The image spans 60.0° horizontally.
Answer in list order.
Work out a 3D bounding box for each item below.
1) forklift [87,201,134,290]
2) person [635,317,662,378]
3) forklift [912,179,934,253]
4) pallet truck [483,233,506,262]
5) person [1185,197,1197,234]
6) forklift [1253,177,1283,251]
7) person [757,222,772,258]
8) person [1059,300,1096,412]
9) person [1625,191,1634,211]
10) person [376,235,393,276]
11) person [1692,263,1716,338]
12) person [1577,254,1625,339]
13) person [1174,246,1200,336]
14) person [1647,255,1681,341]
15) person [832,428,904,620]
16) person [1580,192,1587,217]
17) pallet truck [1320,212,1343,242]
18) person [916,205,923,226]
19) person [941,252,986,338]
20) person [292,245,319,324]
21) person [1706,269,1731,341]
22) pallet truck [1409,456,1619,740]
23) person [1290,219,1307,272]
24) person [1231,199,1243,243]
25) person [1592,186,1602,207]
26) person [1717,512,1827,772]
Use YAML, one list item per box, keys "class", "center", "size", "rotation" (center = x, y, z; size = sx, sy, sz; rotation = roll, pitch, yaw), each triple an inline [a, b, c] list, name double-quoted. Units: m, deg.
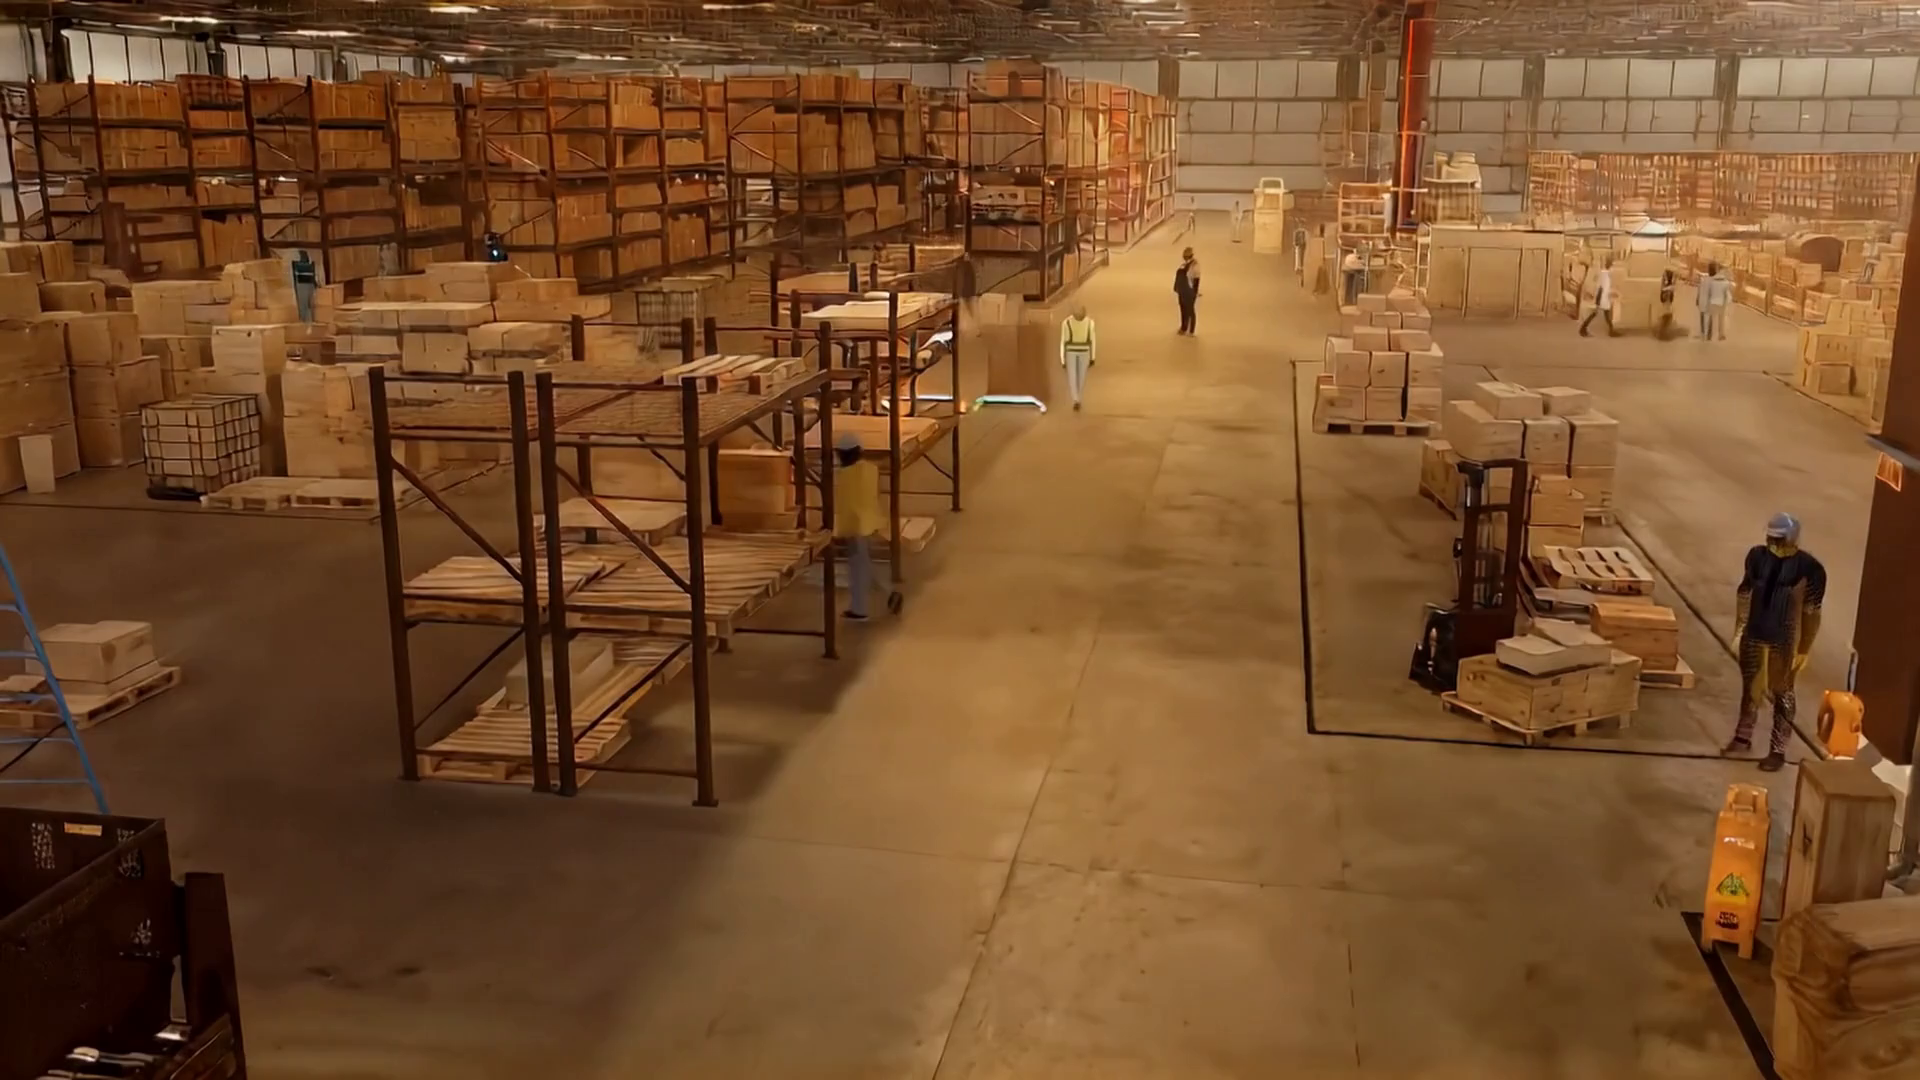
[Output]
- class: "forklift"
  center: [-21.761, -7.316, 42.907]
  size: [1.129, 2.768, 1.873]
  rotation: [11, 18, 37]
- class: "person"
  center: [-5.116, -2.882, 27.491]
  size: [0.527, 1.628, 0.418]
  rotation: [6, 15, 23]
- class: "forklift"
  center: [-1.962, -12.039, 62.081]
  size: [1.873, 2.768, 1.129]
  rotation: [2, 14, 9]
- class: "pallet truck"
  center: [-11.832, -7.026, 43.548]
  size: [1.885, 1.965, 0.823]
  rotation: [8, 16, 28]
- class: "person"
  center: [10.512, -14.762, 75.657]
  size: [0.540, 1.664, 0.837]
  rotation: [-5, 15, -19]
- class: "forklift"
  center: [12.083, -12.747, 64.956]
  size: [1.129, 2.768, 1.873]
  rotation: [3, 14, 10]
- class: "person"
  center: [-7.196, -11.251, 61.316]
  size: [0.539, 1.695, 0.318]
  rotation: [-5, 15, -20]
- class: "person"
  center: [1.993, -3.062, 27.791]
  size: [0.595, 1.834, 0.958]
  rotation: [-3, 14, -12]
- class: "person"
  center: [32.437, -16.059, 80.562]
  size: [0.404, 1.832, 0.599]
  rotation: [-7, 15, -26]
- class: "person"
  center: [-15.695, -7.405, 45.407]
  size: [0.430, 1.845, 0.619]
  rotation: [-7, 16, -28]
- class: "person"
  center: [16.900, -5.409, 37.601]
  size: [0.319, 1.695, 0.538]
  rotation: [-7, 16, -27]
- class: "person"
  center: [14.508, -5.496, 37.522]
  size: [1.033, 1.908, 0.616]
  rotation: [3, 14, 12]
- class: "person"
  center: [5.175, -5.702, 38.083]
  size: [0.536, 2.000, 0.683]
  rotation: [-5, 15, -18]
- class: "person"
  center: [15.705, -5.375, 36.992]
  size: [0.487, 1.922, 0.577]
  rotation: [6, 15, 22]
- class: "person"
  center: [-0.900, -0.118, 15.726]
  size: [0.623, 1.893, 0.590]
  rotation: [8, 16, 31]
- class: "person"
  center: [30.120, -16.049, 80.322]
  size: [0.443, 1.927, 0.648]
  rotation: [10, 17, 34]
- class: "pallet truck"
  center: [15.874, -13.227, 70.310]
  size: [0.680, 1.201, 1.601]
  rotation: [10, 17, 35]
- class: "person"
  center: [-1.841, -13.933, 72.051]
  size: [0.585, 1.790, 0.944]
  rotation: [1, 14, 4]
- class: "person"
  center: [0.114, -5.511, 37.511]
  size: [1.081, 1.933, 0.634]
  rotation: [-5, 15, -21]
- class: "person"
  center: [-15.908, -6.216, 40.451]
  size: [0.590, 1.910, 0.389]
  rotation: [-11, 17, -37]
- class: "person"
  center: [16.926, -5.256, 37.165]
  size: [0.526, 1.586, 0.809]
  rotation: [11, 18, 39]
- class: "pallet truck"
  center: [4.504, 0.400, 13.395]
  size: [0.823, 1.965, 1.885]
  rotation: [-6, 15, -23]
- class: "person"
  center: [11.265, -9.809, 55.378]
  size: [0.539, 1.739, 0.697]
  rotation: [3, 14, 12]
- class: "person"
  center: [11.592, -13.375, 69.693]
  size: [0.403, 1.825, 0.591]
  rotation: [-10, 17, -35]
- class: "person"
  center: [33.824, -17.969, 88.415]
  size: [0.647, 1.791, 0.959]
  rotation: [-12, 18, -40]
- class: "person"
  center: [5.952, 0.732, 12.182]
  size: [0.371, 1.934, 0.627]
  rotation: [-8, 16, -30]
